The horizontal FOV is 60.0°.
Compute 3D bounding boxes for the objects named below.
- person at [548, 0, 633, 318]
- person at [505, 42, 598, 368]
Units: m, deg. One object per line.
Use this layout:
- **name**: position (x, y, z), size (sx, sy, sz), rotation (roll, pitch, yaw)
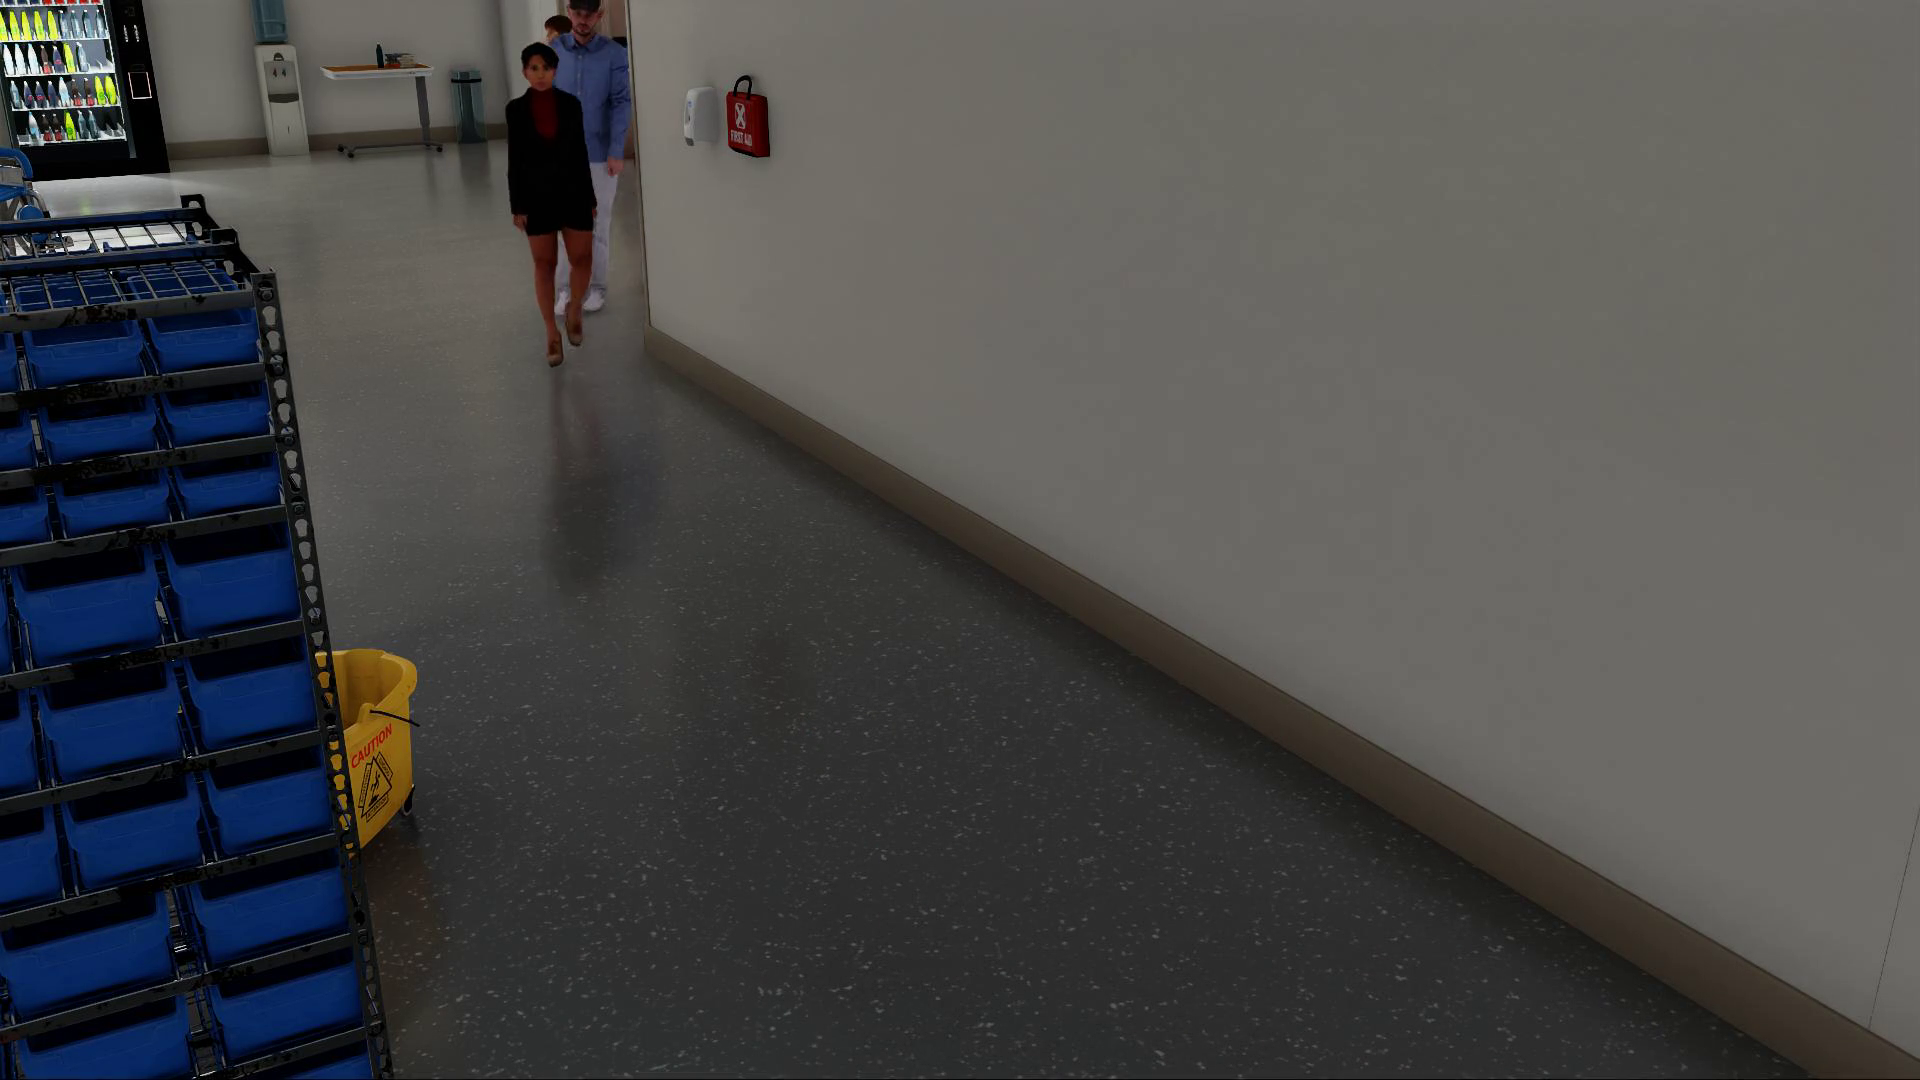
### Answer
- **person**: position (-2.141, -2.248, 9.648), size (0.878, 1.853, 0.948), rotation (4, 21, 9)
- **person**: position (-2.082, -1.707, 8.535), size (0.612, 1.630, 0.715), rotation (-5, 21, -12)
